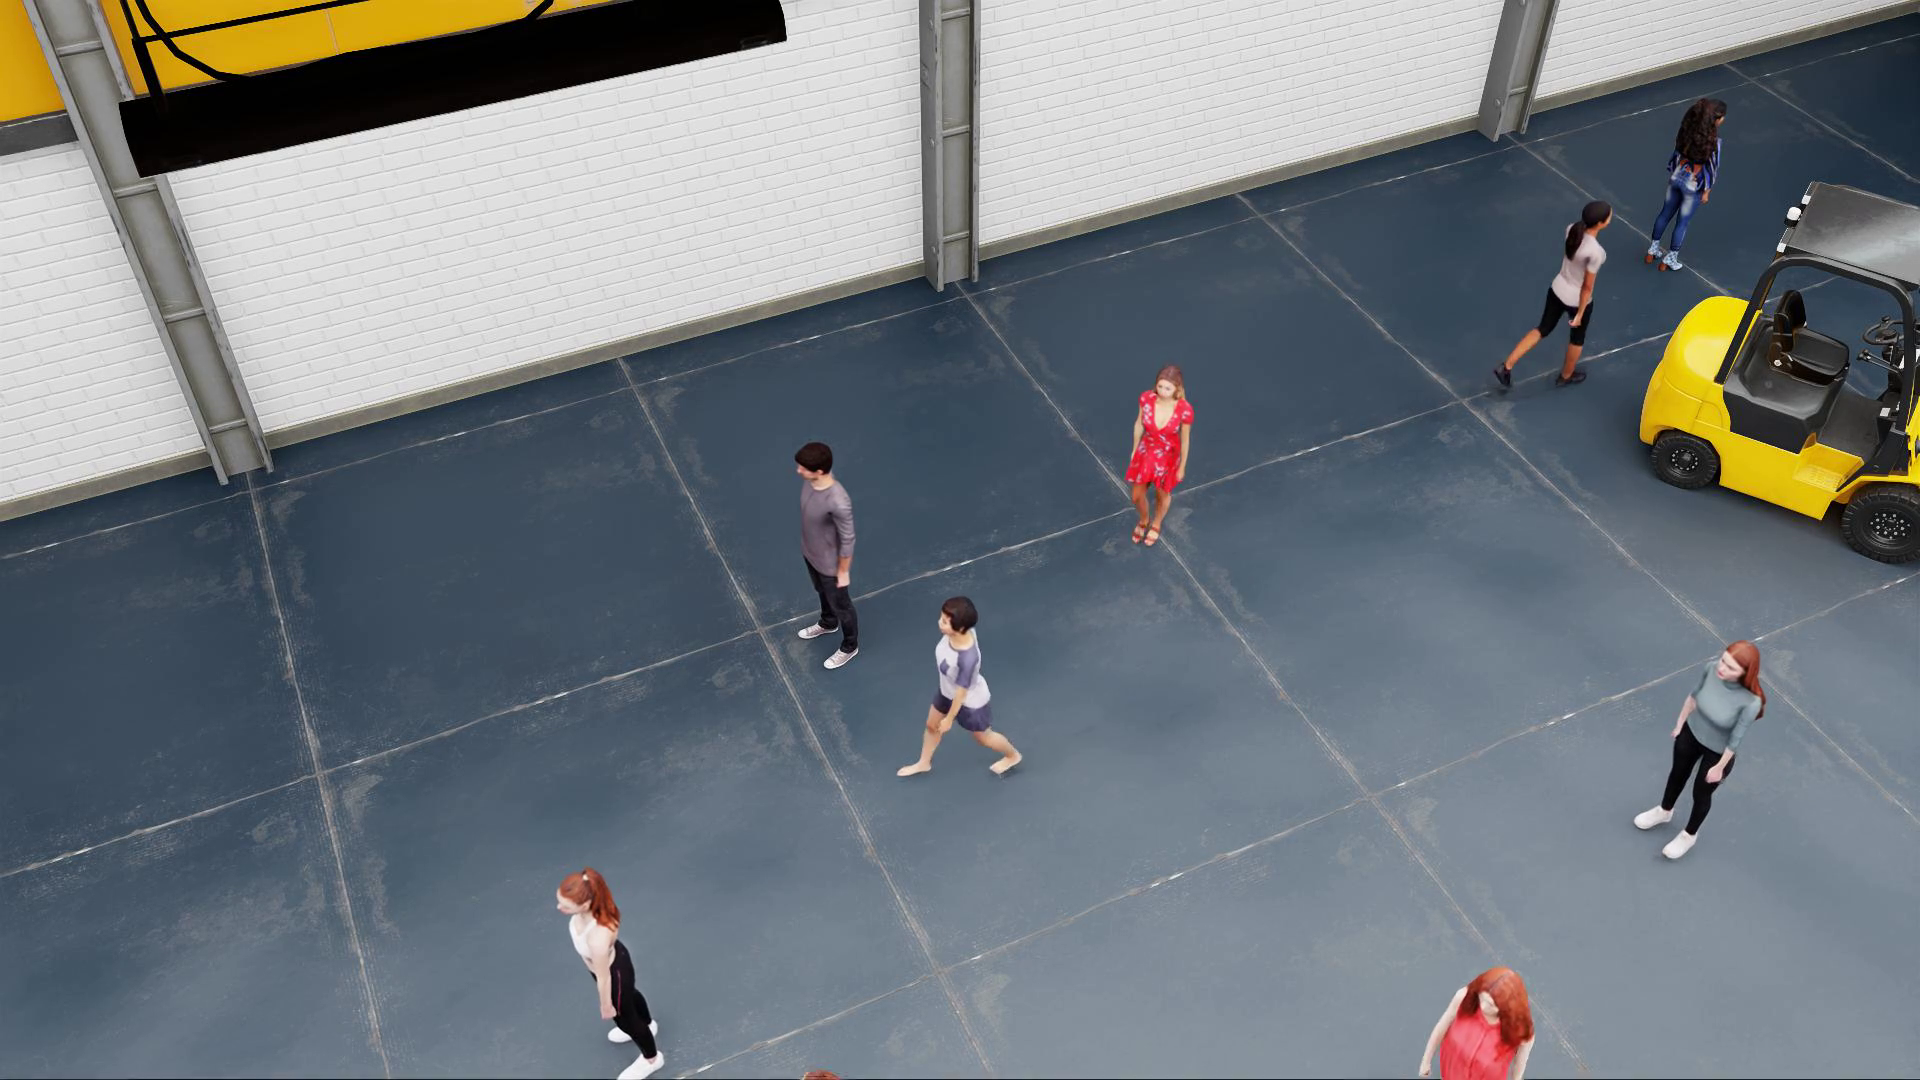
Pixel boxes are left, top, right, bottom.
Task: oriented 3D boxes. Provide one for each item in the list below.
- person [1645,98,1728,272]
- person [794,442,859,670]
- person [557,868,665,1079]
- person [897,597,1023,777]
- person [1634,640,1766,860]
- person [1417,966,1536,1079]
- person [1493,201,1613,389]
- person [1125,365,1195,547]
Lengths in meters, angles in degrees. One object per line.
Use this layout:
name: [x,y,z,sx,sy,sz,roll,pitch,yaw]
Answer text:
person: [6.239,-3.052,14.259,0.548,1.617,0.610,-20,47,-20]
person: [-0.856,0.062,10.823,0.562,1.849,0.691,-22,48,-21]
person: [-1.807,2.231,8.627,0.568,1.736,0.599,-14,45,-14]
person: [0.087,0.942,10.135,1.044,1.523,0.653,-12,45,-12]
person: [4.363,1.200,9.708,0.526,1.737,0.561,-16,46,-16]
person: [2.563,2.577,8.233,0.879,1.779,1.225,34,53,30]
person: [4.659,-1.870,12.942,1.079,1.721,0.627,-15,46,-15]
person: [1.441,-0.636,11.745,0.724,1.587,0.784,18,46,18]
